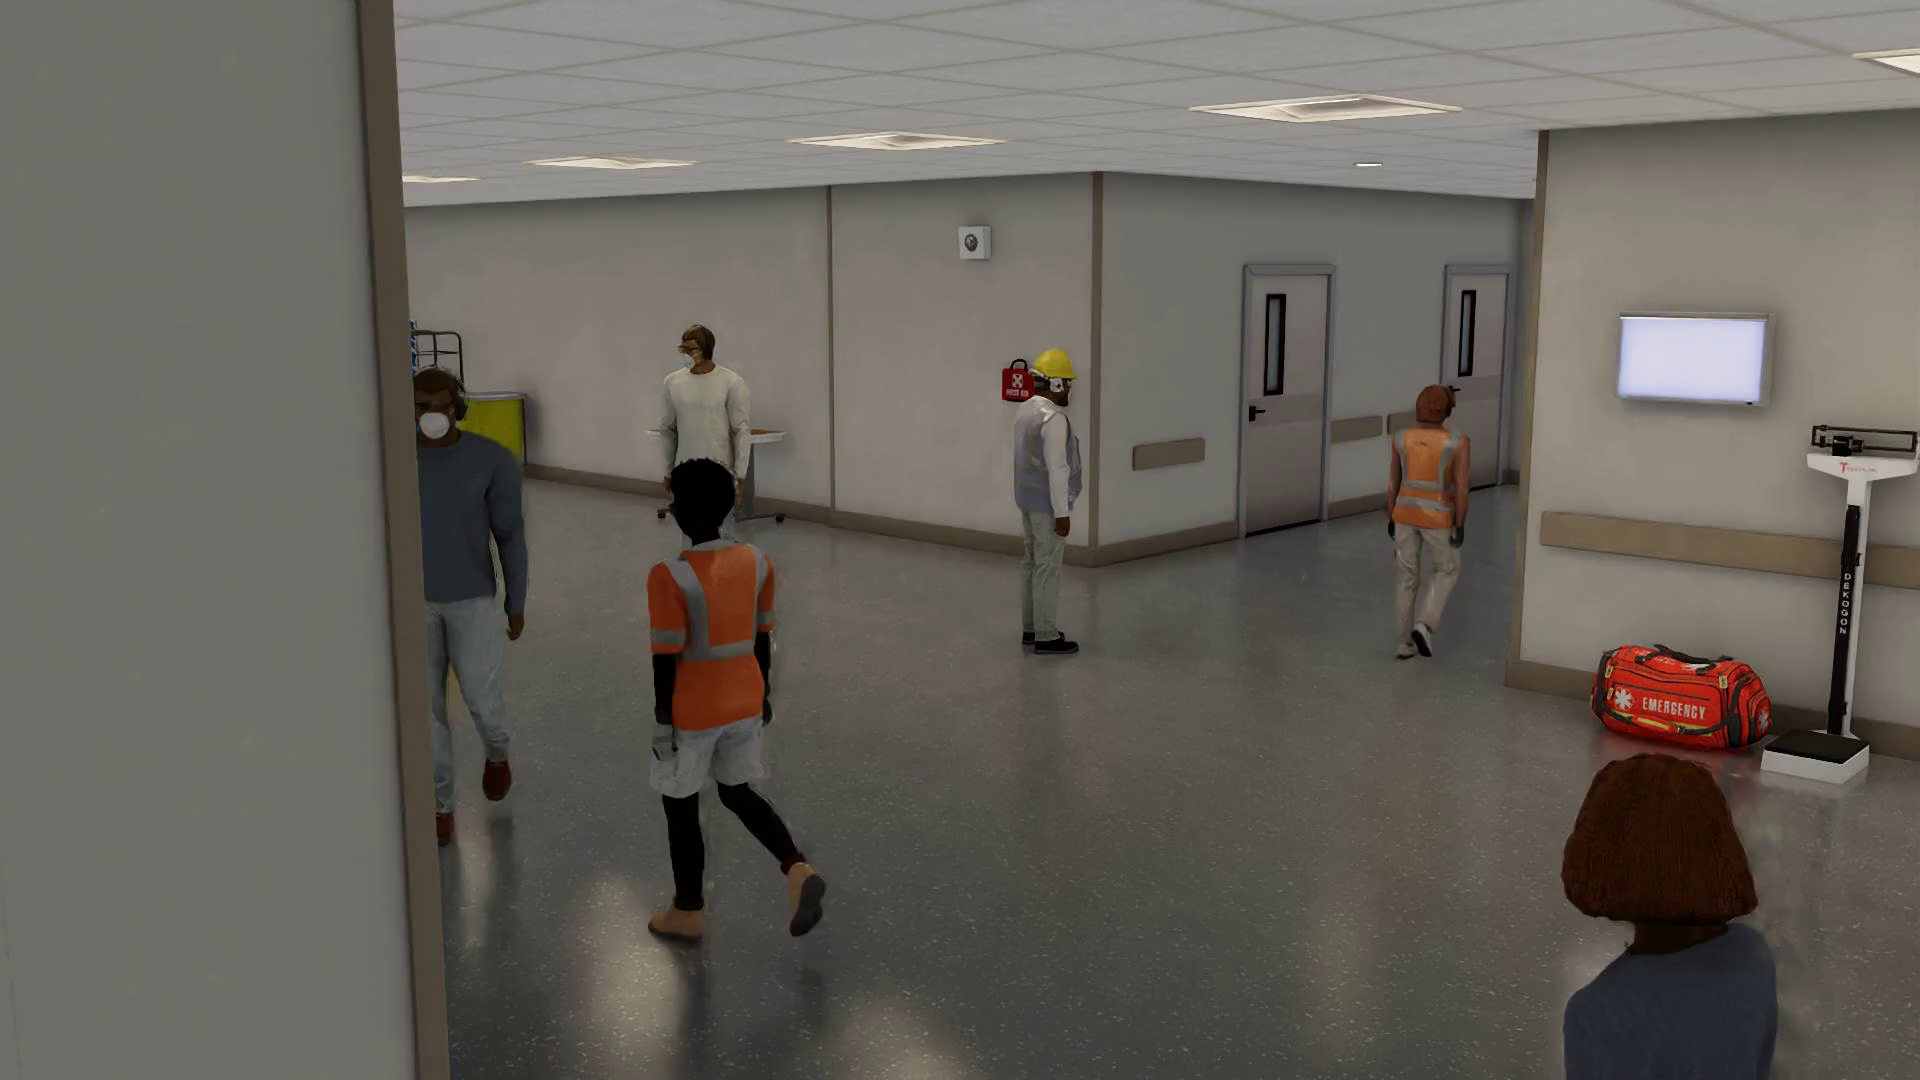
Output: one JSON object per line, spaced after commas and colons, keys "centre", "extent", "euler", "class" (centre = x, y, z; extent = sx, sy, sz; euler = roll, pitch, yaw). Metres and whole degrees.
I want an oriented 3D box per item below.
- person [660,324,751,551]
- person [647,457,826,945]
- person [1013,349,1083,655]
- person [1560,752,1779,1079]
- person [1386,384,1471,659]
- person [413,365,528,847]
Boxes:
{"centre": [-1.687, -0.452, 11.003], "extent": [0.635, 1.935, 0.349], "euler": [3, 10, 18], "class": "person"}
{"centre": [-0.784, 0.566, 5.555], "extent": [0.610, 1.683, 0.538], "euler": [7, 12, 37], "class": "person"}
{"centre": [0.528, -0.227, 9.983], "extent": [0.403, 1.824, 0.590], "euler": [-3, 10, -17], "class": "person"}
{"centre": [1.081, 1.113, 2.479], "extent": [0.498, 1.589, 0.865], "euler": [-6, 11, -34], "class": "person"}
{"centre": [2.711, -0.090, 9.722], "extent": [0.530, 1.625, 0.405], "euler": [8, 12, 40], "class": "person"}
{"centre": [-2.081, 0.245, 6.768], "extent": [0.641, 1.923, 0.579], "euler": [-1, 9, -6], "class": "person"}
